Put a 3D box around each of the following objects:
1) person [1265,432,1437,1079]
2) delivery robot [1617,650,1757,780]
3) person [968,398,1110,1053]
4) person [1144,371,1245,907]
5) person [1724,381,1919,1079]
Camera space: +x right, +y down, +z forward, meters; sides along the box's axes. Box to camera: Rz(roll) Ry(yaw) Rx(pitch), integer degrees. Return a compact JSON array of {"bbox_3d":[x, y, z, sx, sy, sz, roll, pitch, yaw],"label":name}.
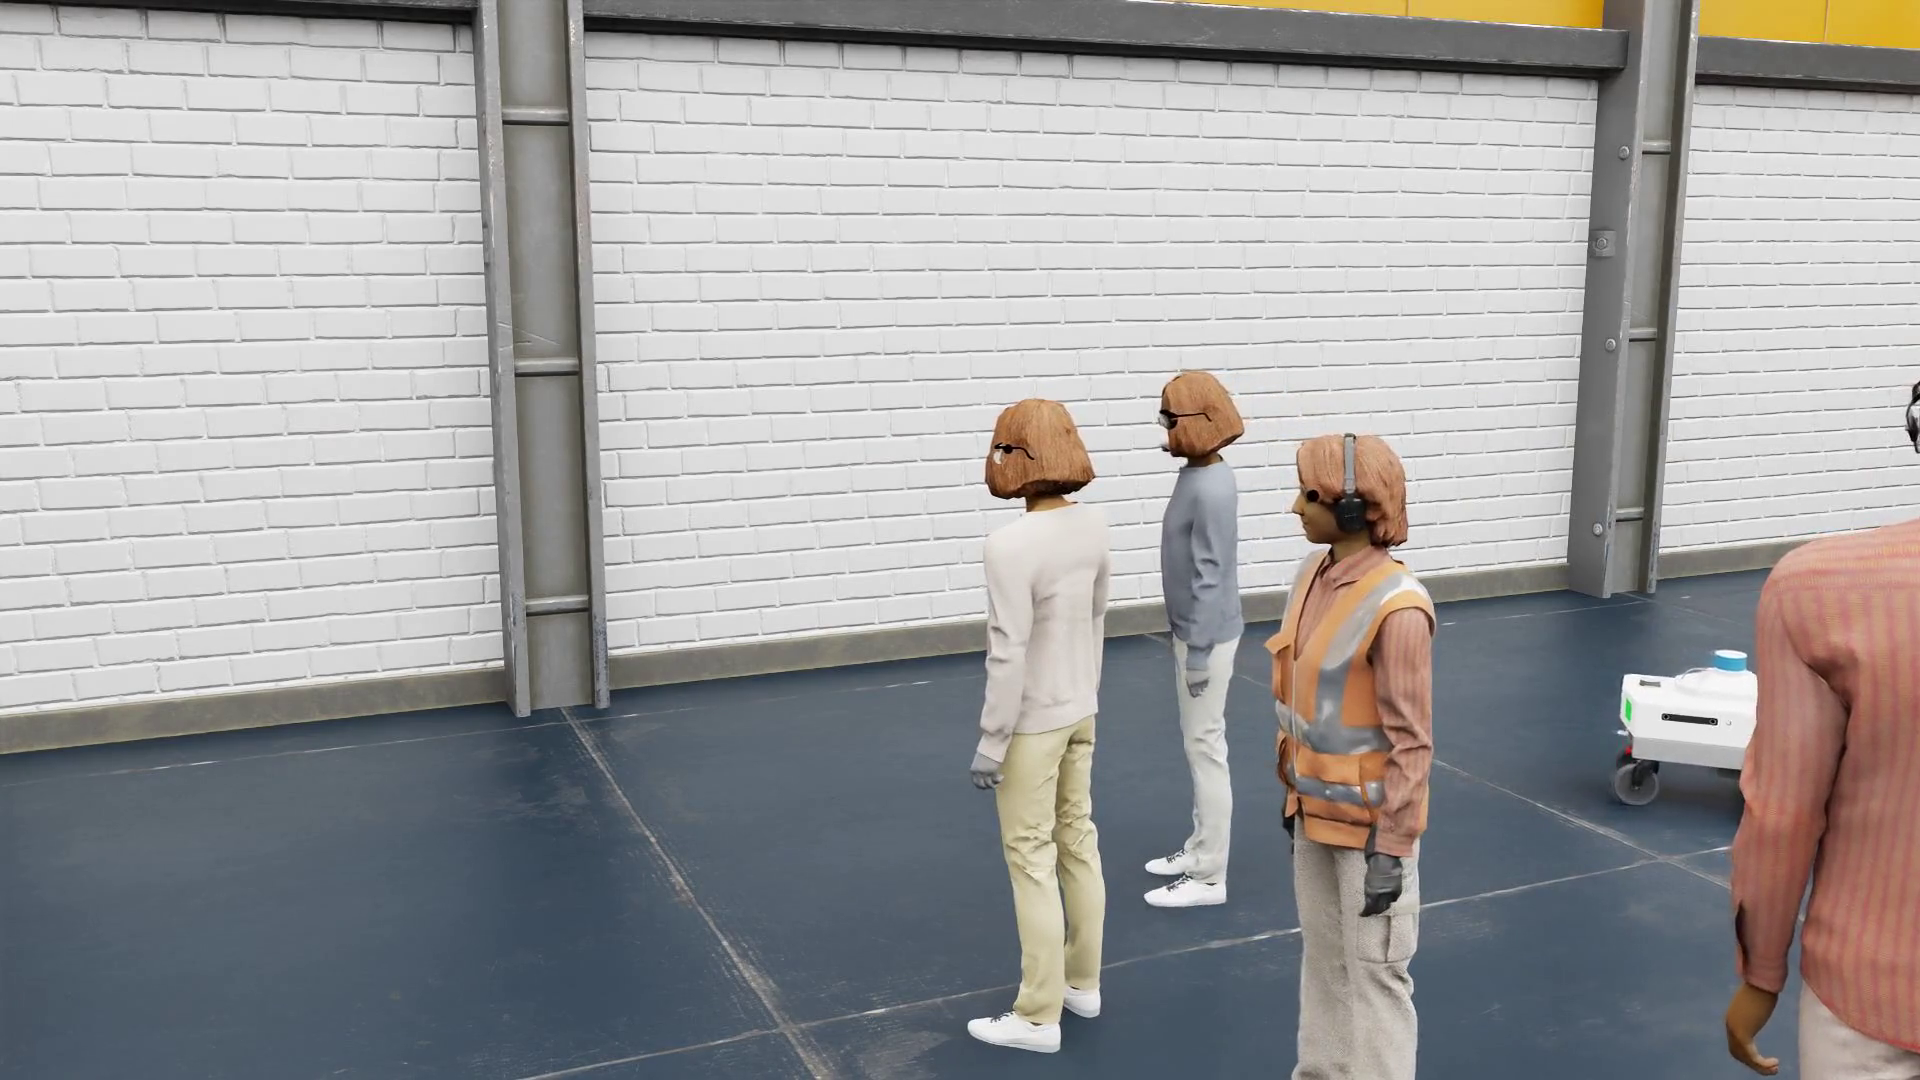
[{"bbox_3d":[0.808,0.590,3.465,0.315,1.636,0.515,-2,11,-12],"label":"person"},{"bbox_3d":[2.729,0.637,5.927,0.707,0.478,0.477,4,11,23],"label":"delivery robot"},{"bbox_3d":[0.200,0.463,4.172,0.265,1.632,0.509,7,12,34],"label":"person"},{"bbox_3d":[0.714,0.304,5.069,0.292,1.632,0.507,1,10,3],"label":"person"},{"bbox_3d":[1.393,0.625,2.310,0.611,1.985,0.393,5,11,24],"label":"person"}]
